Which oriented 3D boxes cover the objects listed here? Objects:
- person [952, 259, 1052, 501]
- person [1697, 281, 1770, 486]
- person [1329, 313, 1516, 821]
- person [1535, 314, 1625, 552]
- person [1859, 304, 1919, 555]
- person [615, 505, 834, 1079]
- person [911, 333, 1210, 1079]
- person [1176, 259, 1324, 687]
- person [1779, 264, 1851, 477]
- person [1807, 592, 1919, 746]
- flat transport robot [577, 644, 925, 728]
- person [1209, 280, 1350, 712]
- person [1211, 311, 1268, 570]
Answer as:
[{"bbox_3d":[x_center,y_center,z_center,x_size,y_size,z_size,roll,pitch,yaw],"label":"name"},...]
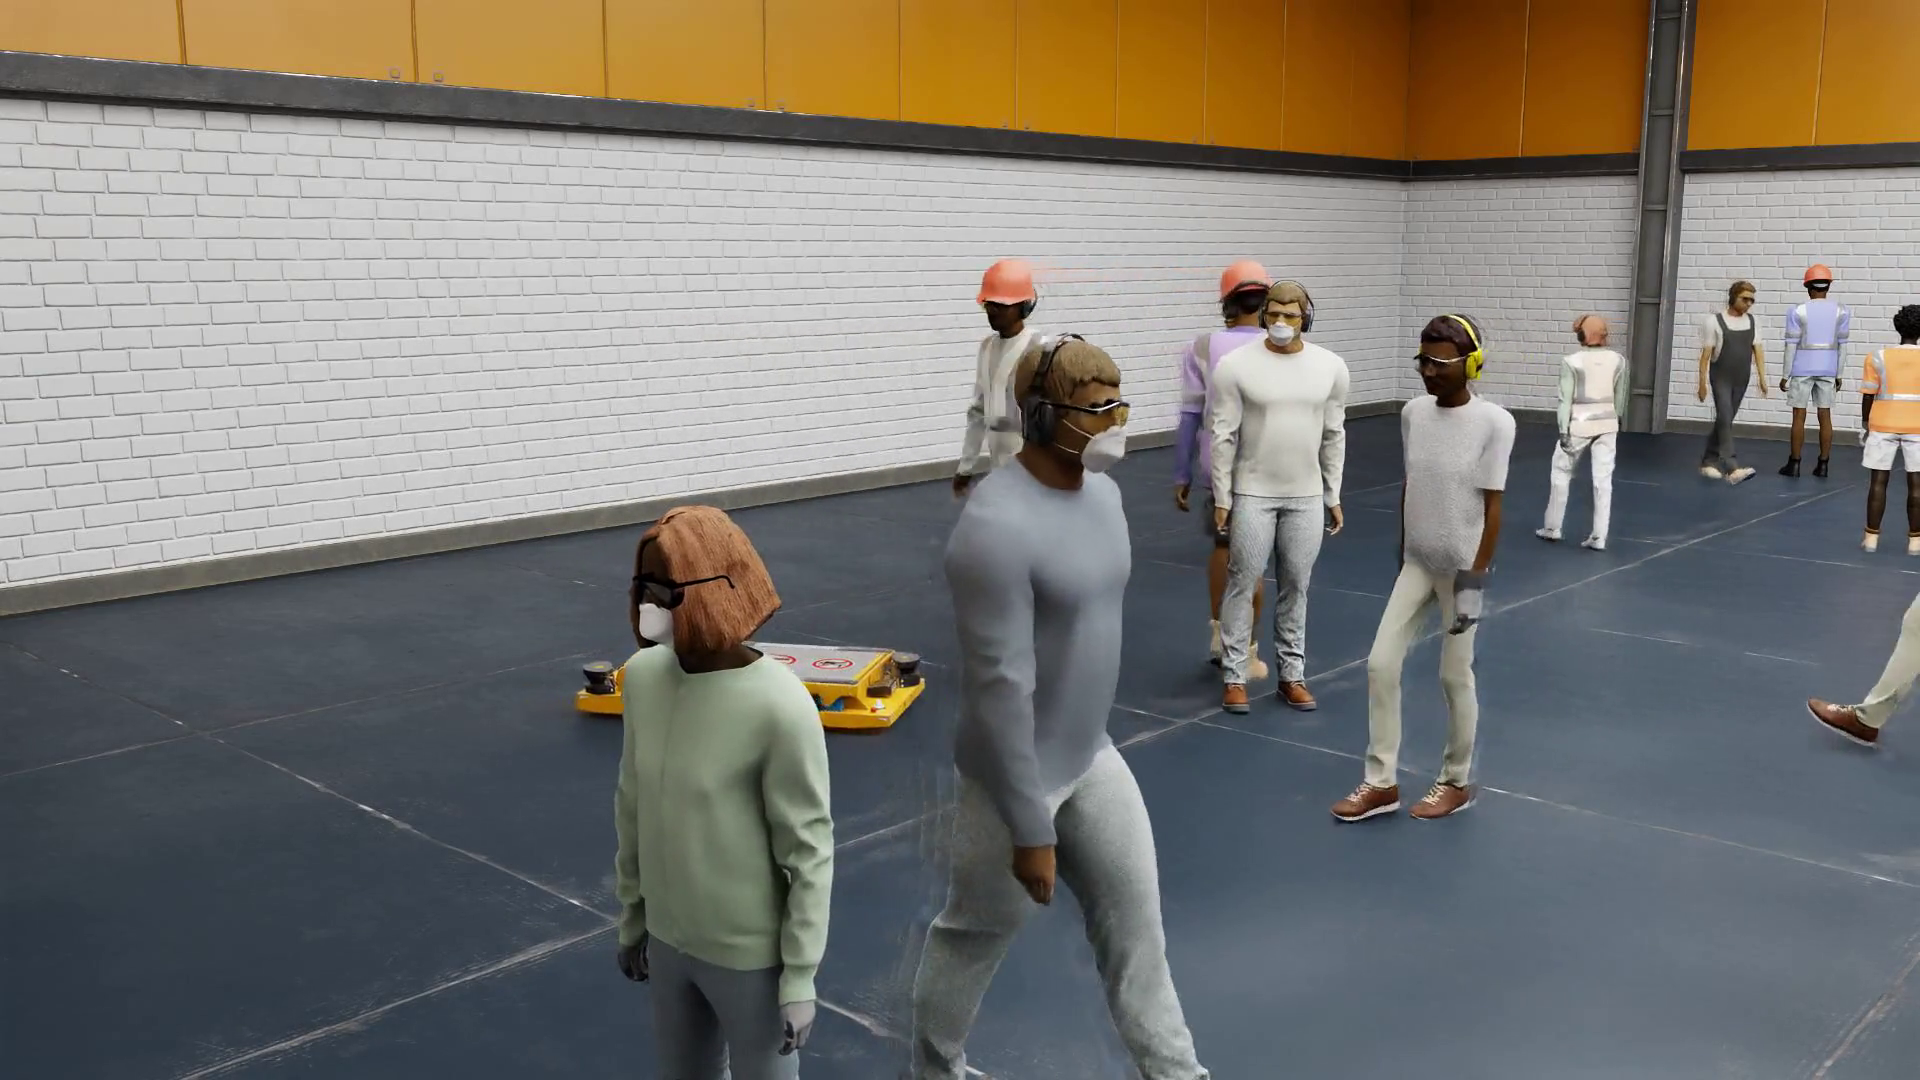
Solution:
[{"bbox_3d":[0.229,-0.347,8.114,0.500,2.020,0.672,-4,11,-21],"label":"person"},{"bbox_3d":[6.844,-1.383,14.705,0.495,1.779,0.964,-2,10,-10],"label":"person"},{"bbox_3d":[1.643,0.130,5.887,0.697,1.844,0.515,-7,12,-36],"label":"person"},{"bbox_3d":[4.329,-0.752,11.563,0.527,1.613,0.706,-1,10,-7],"label":"person"},{"bbox_3d":[6.396,-0.746,11.306,0.536,1.696,0.322,6,12,31],"label":"person"},{"bbox_3d":[-0.438,0.743,3.006,0.504,1.632,0.270,8,13,40],"label":"person"},{"bbox_3d":[0.270,0.520,3.532,0.997,1.888,0.661,6,12,32],"label":"person"},{"bbox_3d":[1.398,-0.318,7.944,0.692,2.015,0.572,5,11,25],"label":"person"},{"bbox_3d":[7.732,-1.526,15.093,0.542,1.929,0.368,2,10,9],"label":"person"},{"bbox_3d":[4.038,0.009,6.709,0.949,1.809,0.561,6,12,30],"label":"person"},{"bbox_3d":[-0.928,0.634,7.509,1.431,0.197,0.652,2,10,12],"label":"flat transport robot"},{"bbox_3d":[1.424,-0.188,7.450,0.629,1.936,0.371,-1,10,-6],"label":"person"},{"bbox_3d":[1.840,-0.716,10.789,0.403,1.827,0.595,-1,10,-6],"label":"person"}]
